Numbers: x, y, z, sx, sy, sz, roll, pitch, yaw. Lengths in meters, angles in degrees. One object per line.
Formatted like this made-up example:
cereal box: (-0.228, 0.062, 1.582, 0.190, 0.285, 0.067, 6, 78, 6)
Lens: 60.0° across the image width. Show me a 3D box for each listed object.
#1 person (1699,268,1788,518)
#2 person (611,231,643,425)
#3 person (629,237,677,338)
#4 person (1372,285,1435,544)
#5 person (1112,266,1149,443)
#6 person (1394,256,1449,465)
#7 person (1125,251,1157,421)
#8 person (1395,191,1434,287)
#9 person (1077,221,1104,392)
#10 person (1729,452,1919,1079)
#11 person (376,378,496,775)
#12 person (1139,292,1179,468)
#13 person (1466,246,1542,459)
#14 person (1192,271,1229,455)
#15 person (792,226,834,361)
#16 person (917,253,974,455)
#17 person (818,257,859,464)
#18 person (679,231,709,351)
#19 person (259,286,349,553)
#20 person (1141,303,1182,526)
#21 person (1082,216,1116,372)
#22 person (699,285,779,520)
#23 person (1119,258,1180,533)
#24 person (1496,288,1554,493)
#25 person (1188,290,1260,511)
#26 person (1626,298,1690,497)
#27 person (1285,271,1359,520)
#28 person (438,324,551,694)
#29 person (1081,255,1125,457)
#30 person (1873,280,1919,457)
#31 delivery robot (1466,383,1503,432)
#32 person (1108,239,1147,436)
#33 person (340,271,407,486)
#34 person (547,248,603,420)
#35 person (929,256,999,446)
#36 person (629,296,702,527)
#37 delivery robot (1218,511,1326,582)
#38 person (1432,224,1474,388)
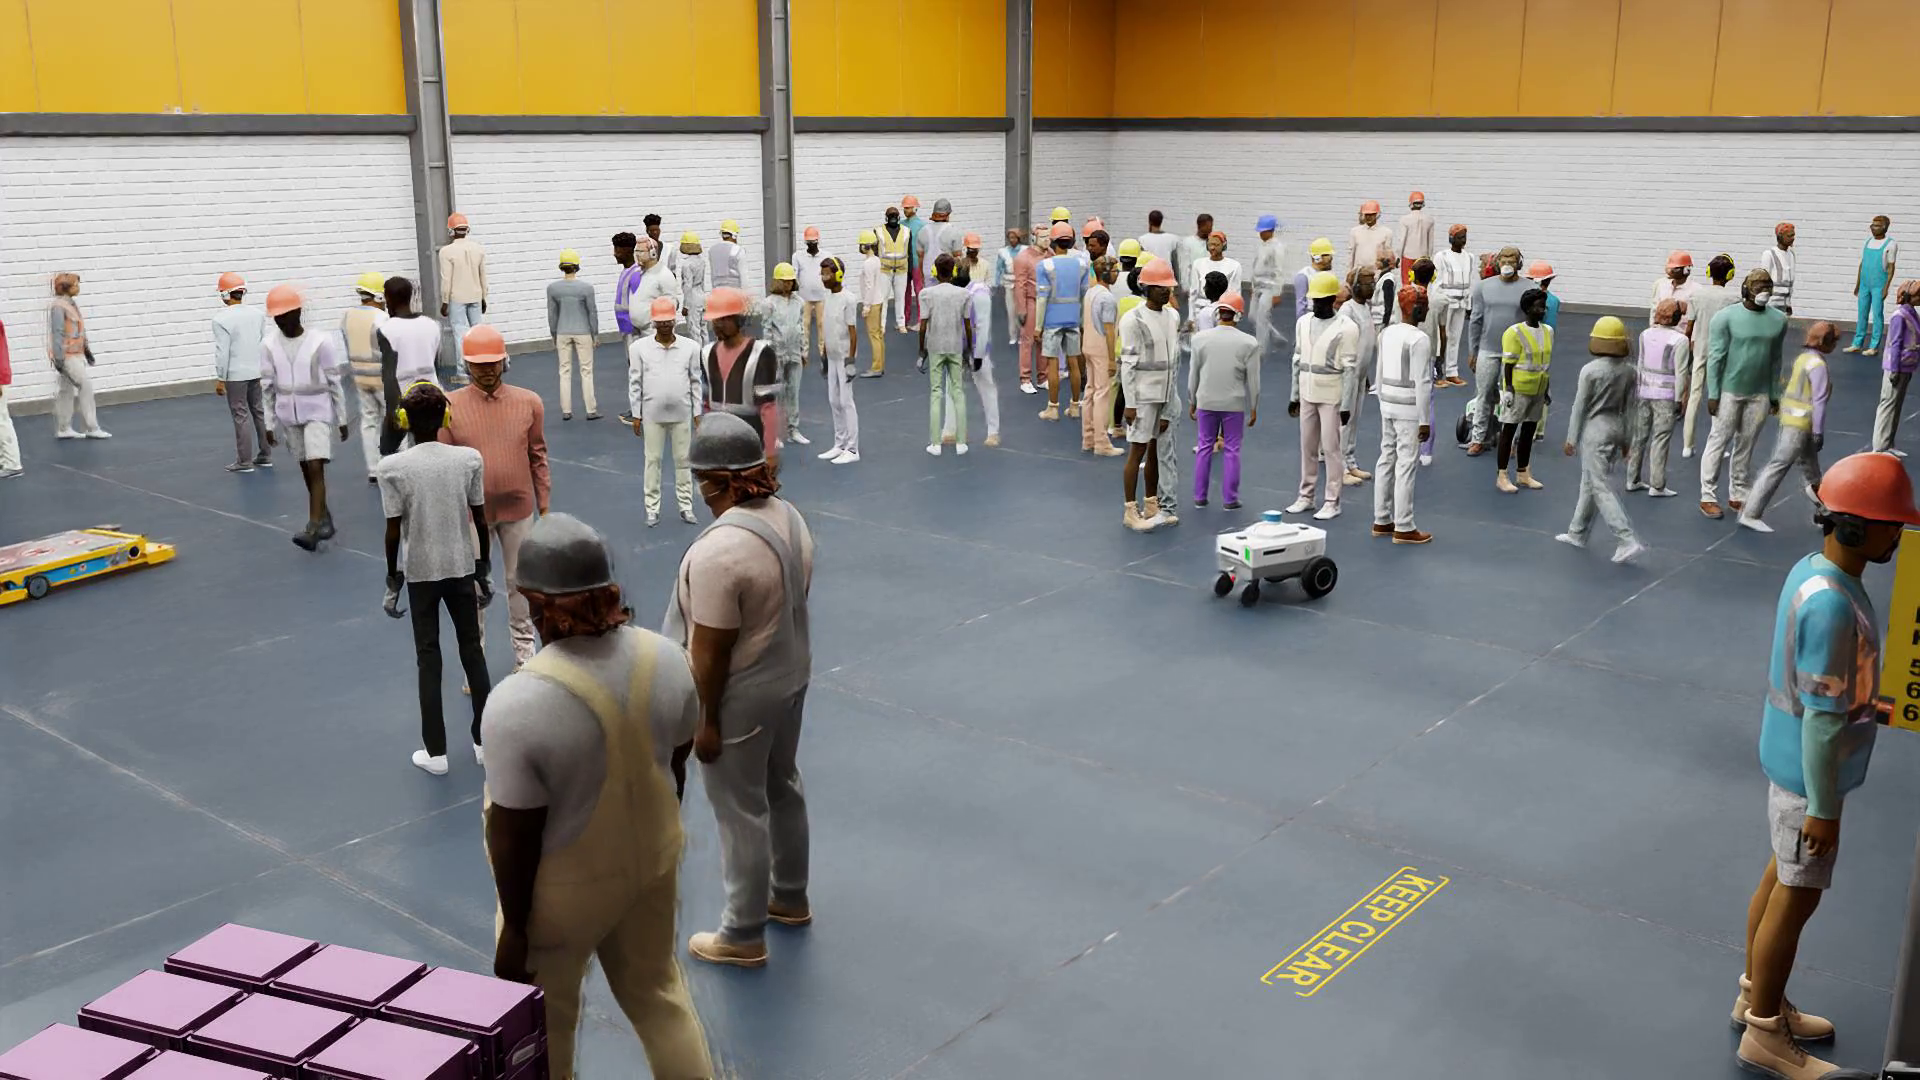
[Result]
person: (6.078, -1.134, 12.910, 0.627, 1.940, 0.375, -2, 14, -8)
person: (-3.344, -2.166, 17.002, 0.376, 1.958, 0.603, -5, 15, -20)
person: (-3.143, -2.102, 16.846, 0.641, 1.909, 0.409, 12, 18, 39)
person: (3.253, -0.915, 12.154, 0.356, 1.883, 0.572, -5, 15, -19)
person: (1.669, -1.774, 15.980, 0.320, 1.692, 0.538, -9, 17, -33)
person: (4.087, -1.590, 14.877, 0.514, 1.872, 0.328, -1, 14, -3)
person: (1.880, -2.031, 16.847, 0.311, 1.769, 0.522, -3, 14, -10)
person: (7.093, -4.441, 26.011, 0.625, 1.992, 0.389, -4, 14, -14)
person: (1.497, -2.667, 19.043, 0.375, 1.935, 0.551, 0, 14, 2)
person: (2.745, 0.724, 5.278, 0.382, 2.040, 0.616, 6, 15, 23)
person: (-2.452, 0.176, 7.813, 0.521, 1.874, 0.327, -8, 16, -30)
person: (1.753, -1.393, 14.568, 0.280, 1.633, 0.500, -3, 14, -10)
person: (4.968, -1.716, 15.237, 0.631, 1.940, 0.372, 6, 15, 22)
person: (2.361, -1.638, 15.414, 0.322, 1.697, 0.535, 11, 18, 36)
person: (-1.875, -3.130, 21.264, 0.572, 1.750, 0.330, -2, 14, -7)
person: (-0.139, -1.716, 15.392, 0.526, 1.864, 0.331, -2, 14, -7)
person: (-1.107, -1.620, 15.035, 0.346, 1.857, 0.523, -10, 17, -34)
person: (-3.272, -2.897, 20.357, 0.295, 1.744, 0.484, 4, 15, 16)
person: (-4.744, -0.857, 11.918, 0.557, 1.882, 0.969, 0, 14, -1)
person: (1.523, -0.981, 12.731, 0.324, 1.730, 0.491, -1, 14, -5)
person: (1.648, -3.039, 20.592, 0.409, 1.908, 0.647, -6, 15, -23)
person: (-1.408, -0.657, 10.853, 0.630, 2.015, 0.702, 7, 16, 27)
person: (1.457, -1.084, 12.502, 0.373, 2.043, 0.614, 13, 19, 43)
person: (4.710, -1.241, 13.832, 0.533, 1.697, 0.319, -8, 16, -28)
person: (2.091, -1.099, 13.179, 0.576, 1.739, 0.350, 5, 15, 20)
person: (5.746, -1.168, 13.675, 0.312, 1.630, 0.506, -5, 15, -21)
person: (2.792, -1.116, 12.887, 0.397, 1.918, 0.590, -10, 17, -35)
person: (-2.494, -0.164, 8.921, 0.623, 1.992, 0.397, -7, 16, -25)
person: (1.308, -1.695, 15.345, 0.351, 1.847, 0.507, -5, 15, -18)
person: (8.560, -1.542, 15.150, 0.306, 1.639, 0.523, 12, 18, 40)
delivery robot: (5.157, -1.278, 16.103, 0.477, 0.478, 0.707, 9, 16, 31)
person: (1.636, -1.971, 16.278, 0.585, 1.929, 0.370, 4, 15, 17)
person: (-4.876, -1.337, 13.969, 0.599, 1.821, 0.404, 7, 16, 25)
person: (-3.979, -2.113, 17.169, 0.524, 1.772, 0.310, 1, 14, 4)
person: (0.084, -1.777, 15.791, 0.657, 1.808, 0.642, -11, 18, -37)
person: (-2.229, -0.976, 12.656, 0.563, 1.752, 0.325, -4, 15, -17)
delivery robot: (2.020, 0.054, 10.783, 0.707, 0.478, 0.477, -8, 16, -29)
person: (5.738, -2.722, 19.373, 0.574, 1.883, 0.356, -7, 16, -27)
